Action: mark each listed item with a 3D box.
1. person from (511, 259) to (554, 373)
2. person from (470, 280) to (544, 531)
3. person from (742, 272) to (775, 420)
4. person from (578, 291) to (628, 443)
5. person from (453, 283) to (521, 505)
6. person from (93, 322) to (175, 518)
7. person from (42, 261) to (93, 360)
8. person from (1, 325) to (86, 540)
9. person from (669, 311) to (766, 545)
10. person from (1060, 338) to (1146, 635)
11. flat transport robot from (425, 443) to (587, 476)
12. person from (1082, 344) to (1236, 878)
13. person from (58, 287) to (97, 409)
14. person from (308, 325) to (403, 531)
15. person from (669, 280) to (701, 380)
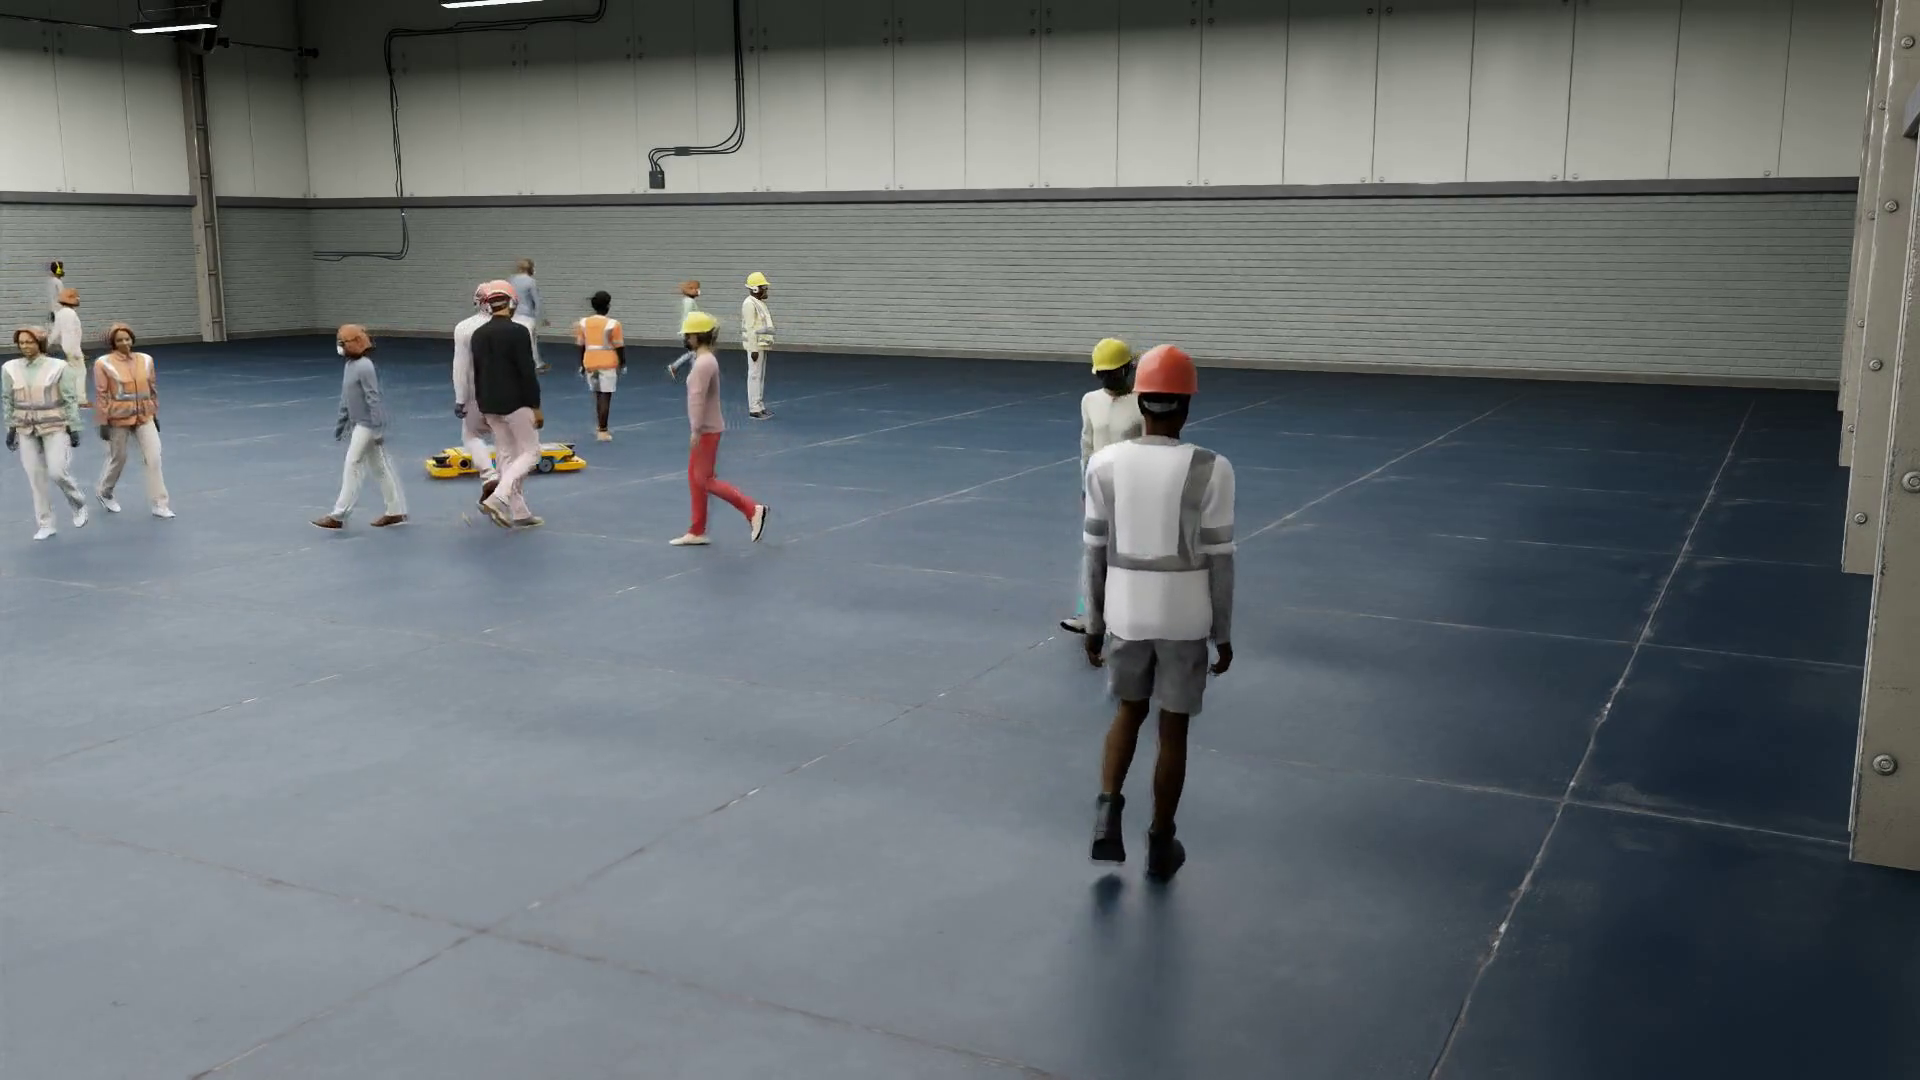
[{"bbox_3d":[-7.051,-3.665,27.418,0.955,1.898,0.642,-9,14,-42],"label":"person"},{"bbox_3d":[-3.540,-1.025,12.871,0.673,1.949,0.596,6,12,30],"label":"person"},{"bbox_3d":[-2.522,-2.433,20.869,0.403,1.837,0.590,1,10,5],"label":"person"},{"bbox_3d":[-3.947,-1.939,18.615,0.548,1.670,0.693,4,11,19],"label":"person"},{"bbox_3d":[-3.962,-1.216,14.057,0.666,1.895,0.429,-8,13,-36],"label":"person"},{"bbox_3d":[-6.826,-0.985,13.614,0.794,1.603,0.521,7,13,35],"label":"person"},{"bbox_3d":[-16.438,-4.158,30.321,0.951,1.832,0.533,-9,14,-40],"label":"person"},{"bbox_3d":[-6.958,-0.820,12.634,0.521,1.630,0.415,-1,10,-3],"label":"person"},{"bbox_3d":[-1.811,-0.808,12.243,0.650,1.746,0.537,-1,10,-6],"label":"person"},{"bbox_3d":[0.917,-0.300,9.577,0.607,1.704,0.921,7,12,32],"label":"person"},{"bbox_3d":[-4.422,-0.793,16.195,1.431,0.197,0.652,-5,11,-24],"label":"flat transport robot"},{"bbox_3d":[0.704,0.273,5.898,0.546,1.923,0.438,5,12,26],"label":"person"},{"bbox_3d":[-11.783,-2.523,21.976,0.539,1.618,0.499,-8,13,-37],"label":"person"},{"bbox_3d":[-4.751,-0.860,12.920,0.812,1.595,0.530,-6,12,-31],"label":"person"},{"bbox_3d":[-4.199,-3.203,25.677,0.565,1.616,0.513,-1,10,-4],"label":"person"}]
